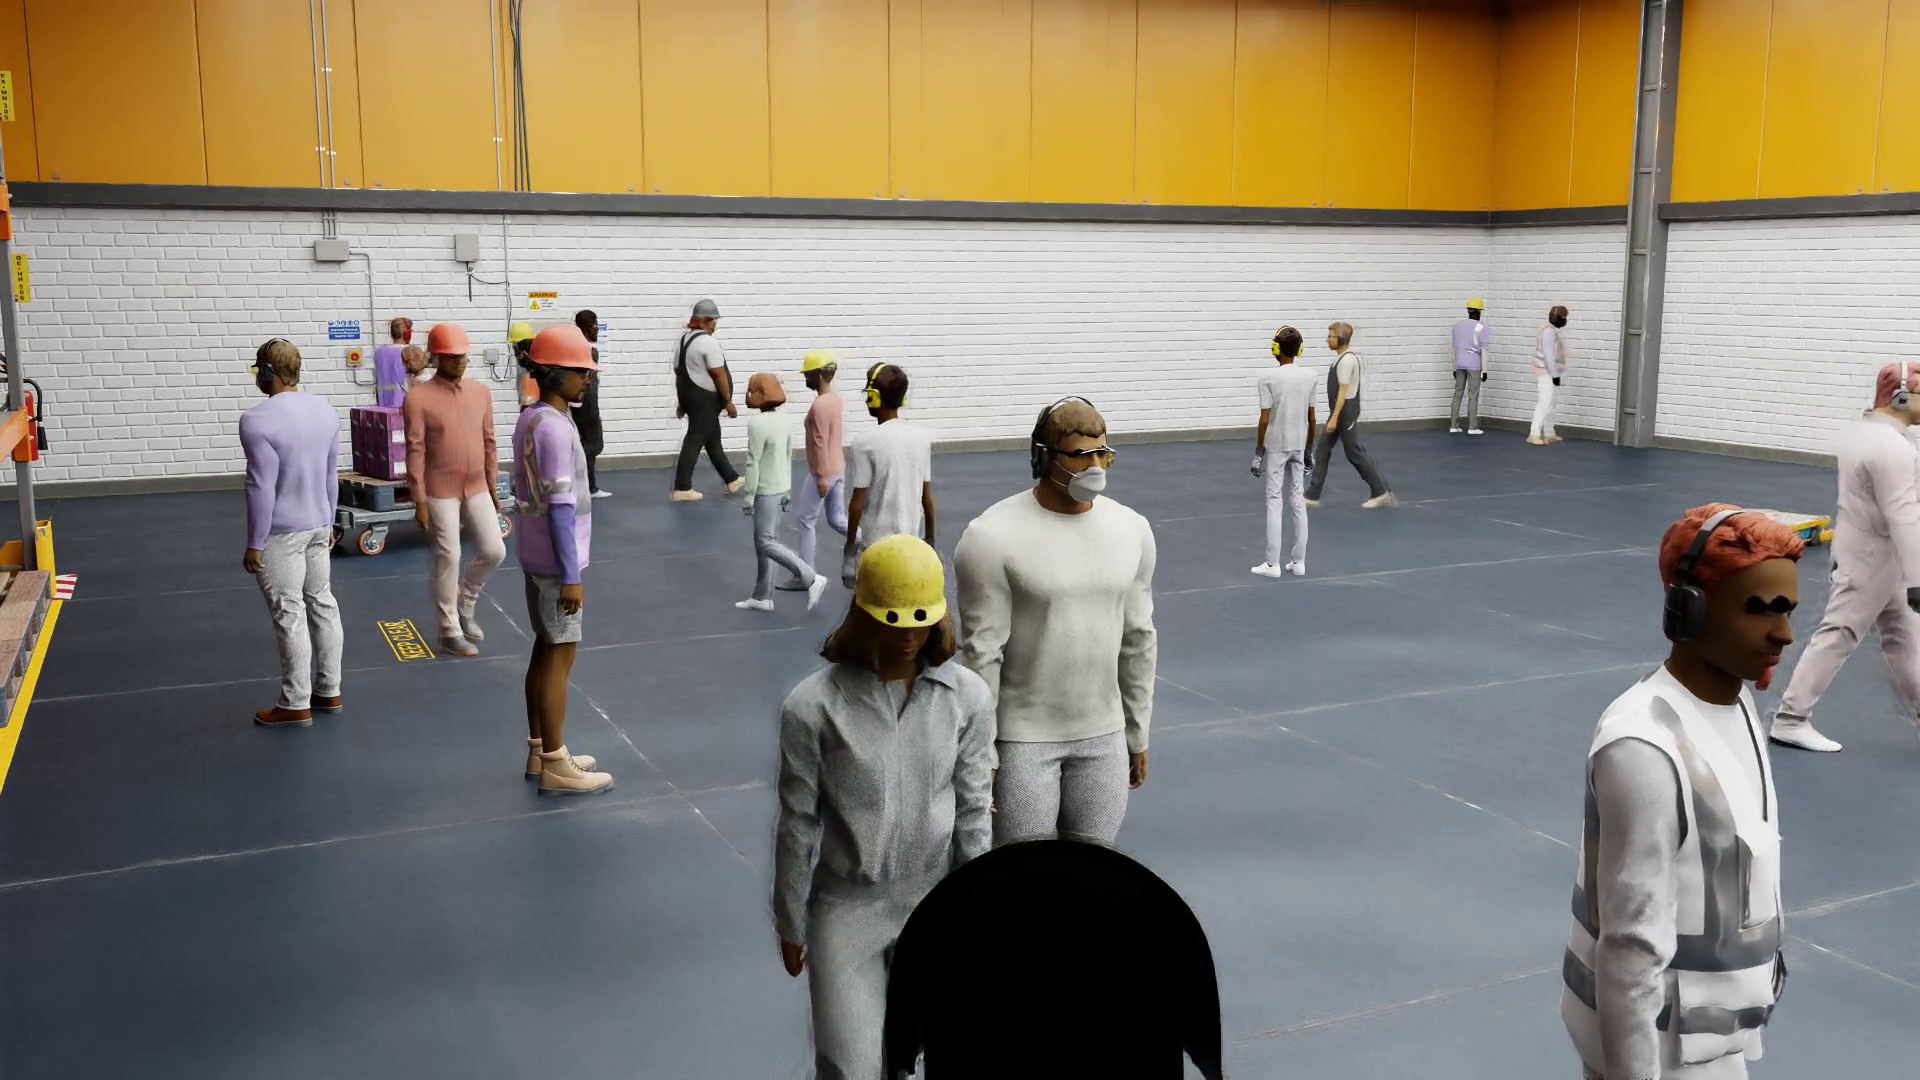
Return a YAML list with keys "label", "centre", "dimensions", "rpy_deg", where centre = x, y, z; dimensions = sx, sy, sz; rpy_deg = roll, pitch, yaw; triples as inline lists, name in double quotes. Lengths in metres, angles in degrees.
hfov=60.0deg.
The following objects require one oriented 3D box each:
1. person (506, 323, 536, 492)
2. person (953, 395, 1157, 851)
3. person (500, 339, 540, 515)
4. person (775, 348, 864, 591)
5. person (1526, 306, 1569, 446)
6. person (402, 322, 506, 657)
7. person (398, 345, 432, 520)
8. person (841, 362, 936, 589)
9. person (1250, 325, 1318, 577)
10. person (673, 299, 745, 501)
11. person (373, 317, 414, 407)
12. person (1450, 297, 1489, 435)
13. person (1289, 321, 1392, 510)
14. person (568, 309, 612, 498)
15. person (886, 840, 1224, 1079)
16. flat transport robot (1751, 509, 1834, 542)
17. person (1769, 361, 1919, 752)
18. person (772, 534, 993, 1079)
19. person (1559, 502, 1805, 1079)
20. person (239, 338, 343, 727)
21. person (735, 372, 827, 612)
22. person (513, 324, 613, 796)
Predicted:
- label: "person"
  centre: [-4.342, -1.317, 16.880]
  dimensions: [0.985, 1.743, 0.606]
  rpy_deg: [-7, 11, -35]
- label: "person"
  centre: [0.278, 0.557, 4.694]
  dimensions: [0.622, 1.932, 0.368]
  rpy_deg: [-4, 10, -25]
- label: "person"
  centre: [-3.962, -1.024, 15.317]
  dimensions: [0.872, 1.642, 0.545]
  rpy_deg: [-1, 9, -6]
- label: "person"
  centre: [-0.897, -0.485, 11.732]
  dimensions: [0.781, 1.731, 0.534]
  rpy_deg: [2, 9, 12]
- label: "person"
  centre: [7.764, -2.160, 21.905]
  dimensions: [0.433, 1.819, 0.858]
  rpy_deg: [5, 10, 28]
- label: "person"
  centre: [-2.967, -0.293, 9.799]
  dimensions: [0.440, 1.973, 0.643]
  rpy_deg: [7, 12, 38]
- label: "person"
  centre: [-4.839, -0.987, 15.233]
  dimensions: [0.663, 1.606, 0.504]
  rpy_deg: [-7, 11, -36]
- label: "person"
  centre: [-0.307, 0.035, 8.237]
  dimensions: [0.948, 1.834, 0.529]
  rpy_deg: [9, 13, 43]
- label: "person"
  centre: [2.405, -0.654, 12.374]
  dimensions: [0.516, 1.872, 0.327]
  rpy_deg: [-3, 10, -21]
- label: "person"
  centre: [-2.480, -1.424, 16.617]
  dimensions: [1.014, 2.000, 0.690]
  rpy_deg: [-5, 11, -31]
- label: "person"
  centre: [-5.511, -1.273, 16.334]
  dimensions: [0.584, 1.825, 0.529]
  rpy_deg: [4, 10, 21]
- label: "person"
  centre: [7.143, -2.434, 23.286]
  dimensions: [0.405, 1.917, 0.582]
  rpy_deg: [-8, 12, -39]
- label: "person"
  centre: [3.679, -1.176, 15.829]
  dimensions: [0.935, 1.811, 0.531]
  rpy_deg: [0, 9, 0]
- label: "person"
  centre: [-3.773, -1.325, 16.460]
  dimensions: [0.616, 1.904, 0.598]
  rpy_deg: [-7, 11, -36]
- label: "person"
  centre: [0.056, 1.128, 1.131]
  dimensions: [0.594, 1.927, 0.367]
  rpy_deg: [2, 9, 14]
- label: "flat transport robot"
  centre: [6.611, -0.079, 13.745]
  dimensions: [1.431, 0.197, 0.652]
  rpy_deg: [-8, 12, -41]
- label: "person"
  centre: [4.327, 0.106, 7.701]
  dimensions: [1.006, 1.849, 0.674]
  rpy_deg: [4, 10, 21]
- label: "person"
  centre: [-0.158, 0.825, 3.671]
  dimensions: [0.490, 1.714, 0.403]
  rpy_deg: [-5, 10, -27]
- label: "person"
  centre: [1.223, 0.871, 2.866]
  dimensions: [0.346, 1.881, 0.578]
  rpy_deg: [7, 11, 36]
- label: "person"
  centre: [-3.346, -0.036, 8.323]
  dimensions: [0.364, 1.939, 0.636]
  rpy_deg: [3, 10, 16]
- label: "person"
  centre: [-1.196, -0.302, 10.971]
  dimensions: [0.652, 1.615, 0.503]
  rpy_deg: [3, 10, 17]
- label: "person"
  centre: [-1.732, 0.084, 7.264]
  dimensions: [0.395, 2.038, 0.615]
  rpy_deg: [-4, 10, -23]
